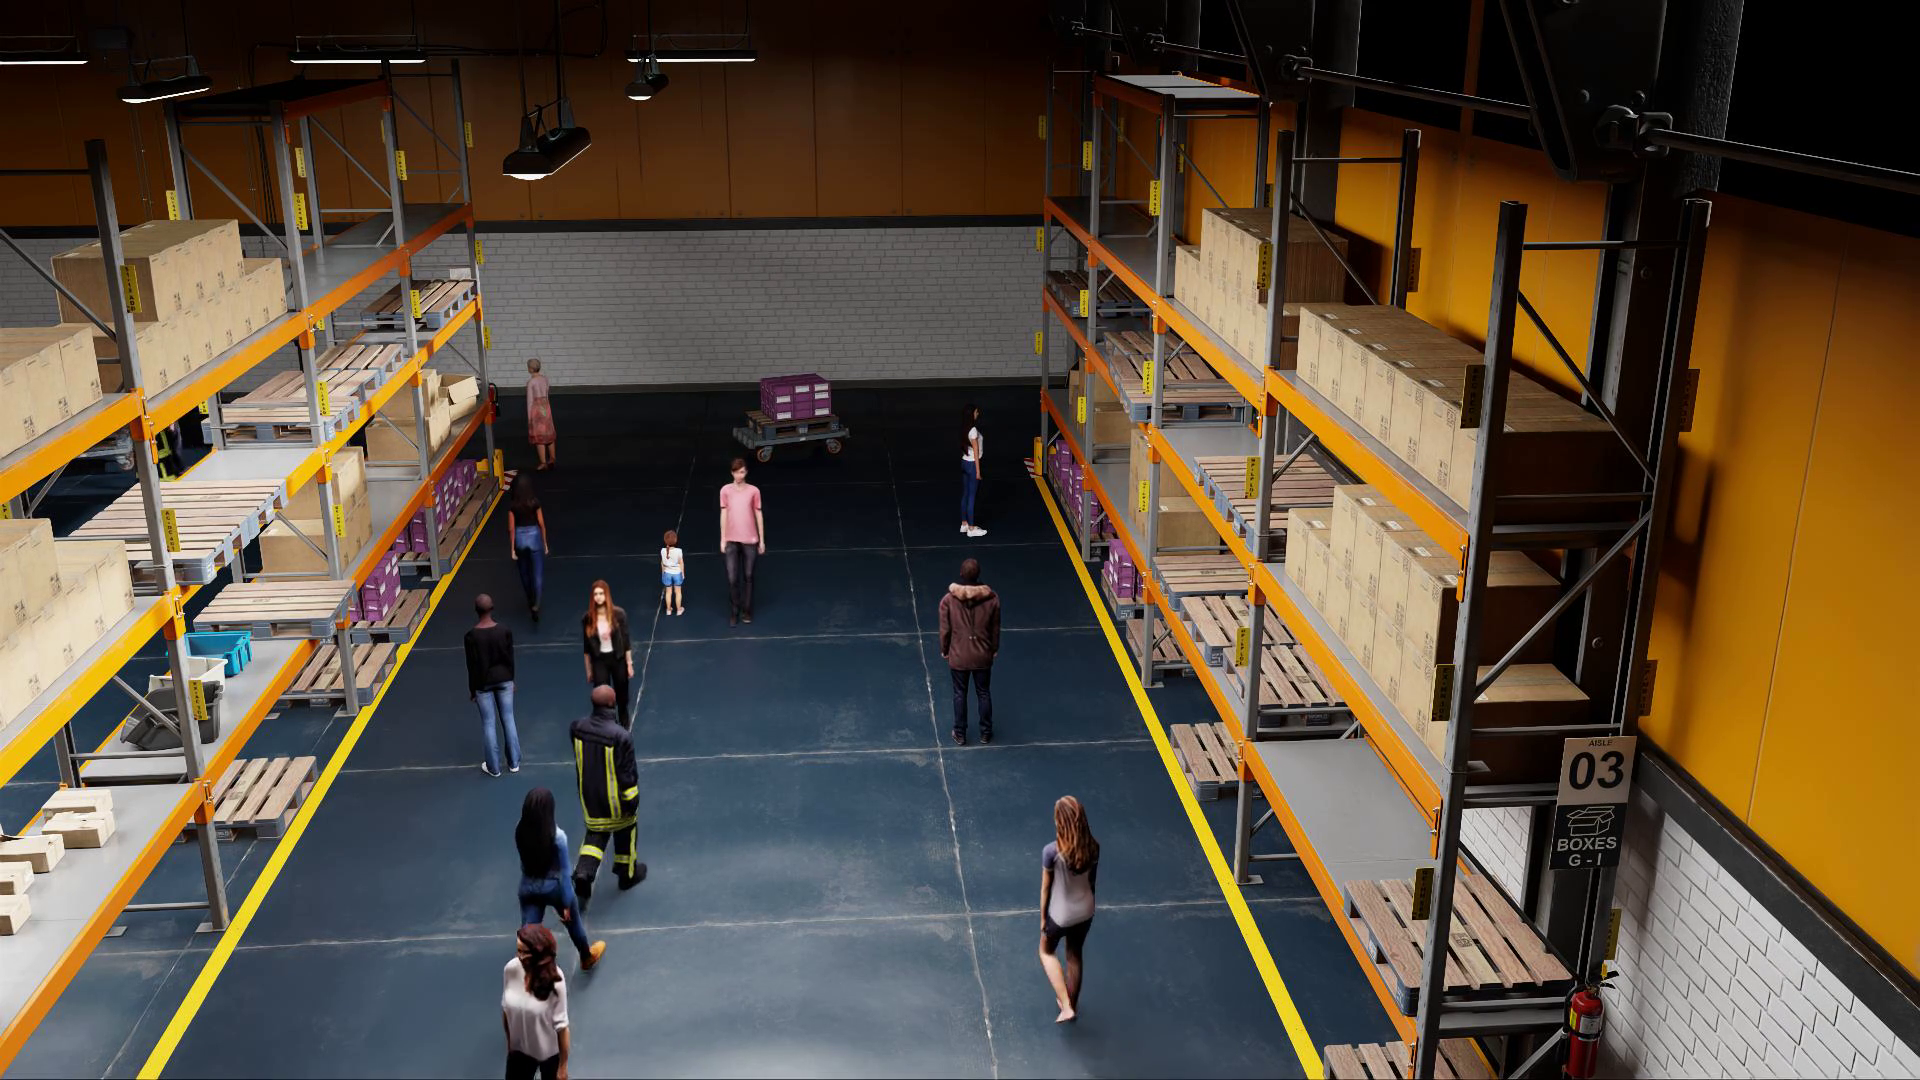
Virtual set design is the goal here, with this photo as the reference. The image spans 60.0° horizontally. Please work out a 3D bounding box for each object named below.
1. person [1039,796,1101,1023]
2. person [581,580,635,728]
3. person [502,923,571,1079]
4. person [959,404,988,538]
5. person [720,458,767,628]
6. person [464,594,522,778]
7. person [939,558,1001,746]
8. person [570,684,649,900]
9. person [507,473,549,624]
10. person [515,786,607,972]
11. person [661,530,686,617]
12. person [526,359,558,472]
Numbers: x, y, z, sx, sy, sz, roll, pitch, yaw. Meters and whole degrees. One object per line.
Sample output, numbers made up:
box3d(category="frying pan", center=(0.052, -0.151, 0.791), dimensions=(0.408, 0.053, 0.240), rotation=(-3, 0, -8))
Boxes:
box3d(category="person", center=(0.790, 2.613, 11.487), dimensions=(0.689, 1.717, 0.748), rotation=(-7, 20, -20))
box3d(category="person", center=(-3.322, 1.165, 15.820), dimensions=(0.612, 1.696, 0.917), rotation=(-2, 19, -5))
box3d(category="person", center=(-2.493, 3.060, 10.058), dimensions=(0.703, 1.783, 0.689), rotation=(5, 19, 15))
box3d(category="person", center=(0.137, -0.933, 21.926), dimensions=(0.702, 1.775, 0.547), rotation=(-7, 20, -20))
box3d(category="person", center=(-2.481, -0.013, 18.930), dimensions=(0.664, 1.943, 0.680), rotation=(-3, 19, -8))
box3d(category="person", center=(-4.286, 1.323, 15.267), dimensions=(0.673, 1.749, 0.668), rotation=(-10, 21, -28))
box3d(category="person", center=(0.101, 1.065, 15.880), dimensions=(0.731, 1.847, 0.624), rotation=(-1, 19, -4))
box3d(category="person", center=(-2.833, 2.005, 13.153), dimensions=(0.993, 1.805, 1.153), rotation=(7, 20, 20))
box3d(category="person", center=(-4.906, 0.114, 18.919), dimensions=(0.704, 1.711, 1.165), rotation=(-5, 19, -14))
box3d(category="person", center=(-2.966, 2.571, 11.688), dimensions=(0.943, 1.668, 1.253), rotation=(6, 19, 17))
box3d(category="person", center=(-3.322, 0.376, 19.222), dimensions=(0.448, 1.020, 0.468), rotation=(3, 19, 8))
box3d(category="person", center=(-6.269, -1.878, 24.873), dimensions=(0.770, 1.686, 0.683), rotation=(9, 21, 24))
